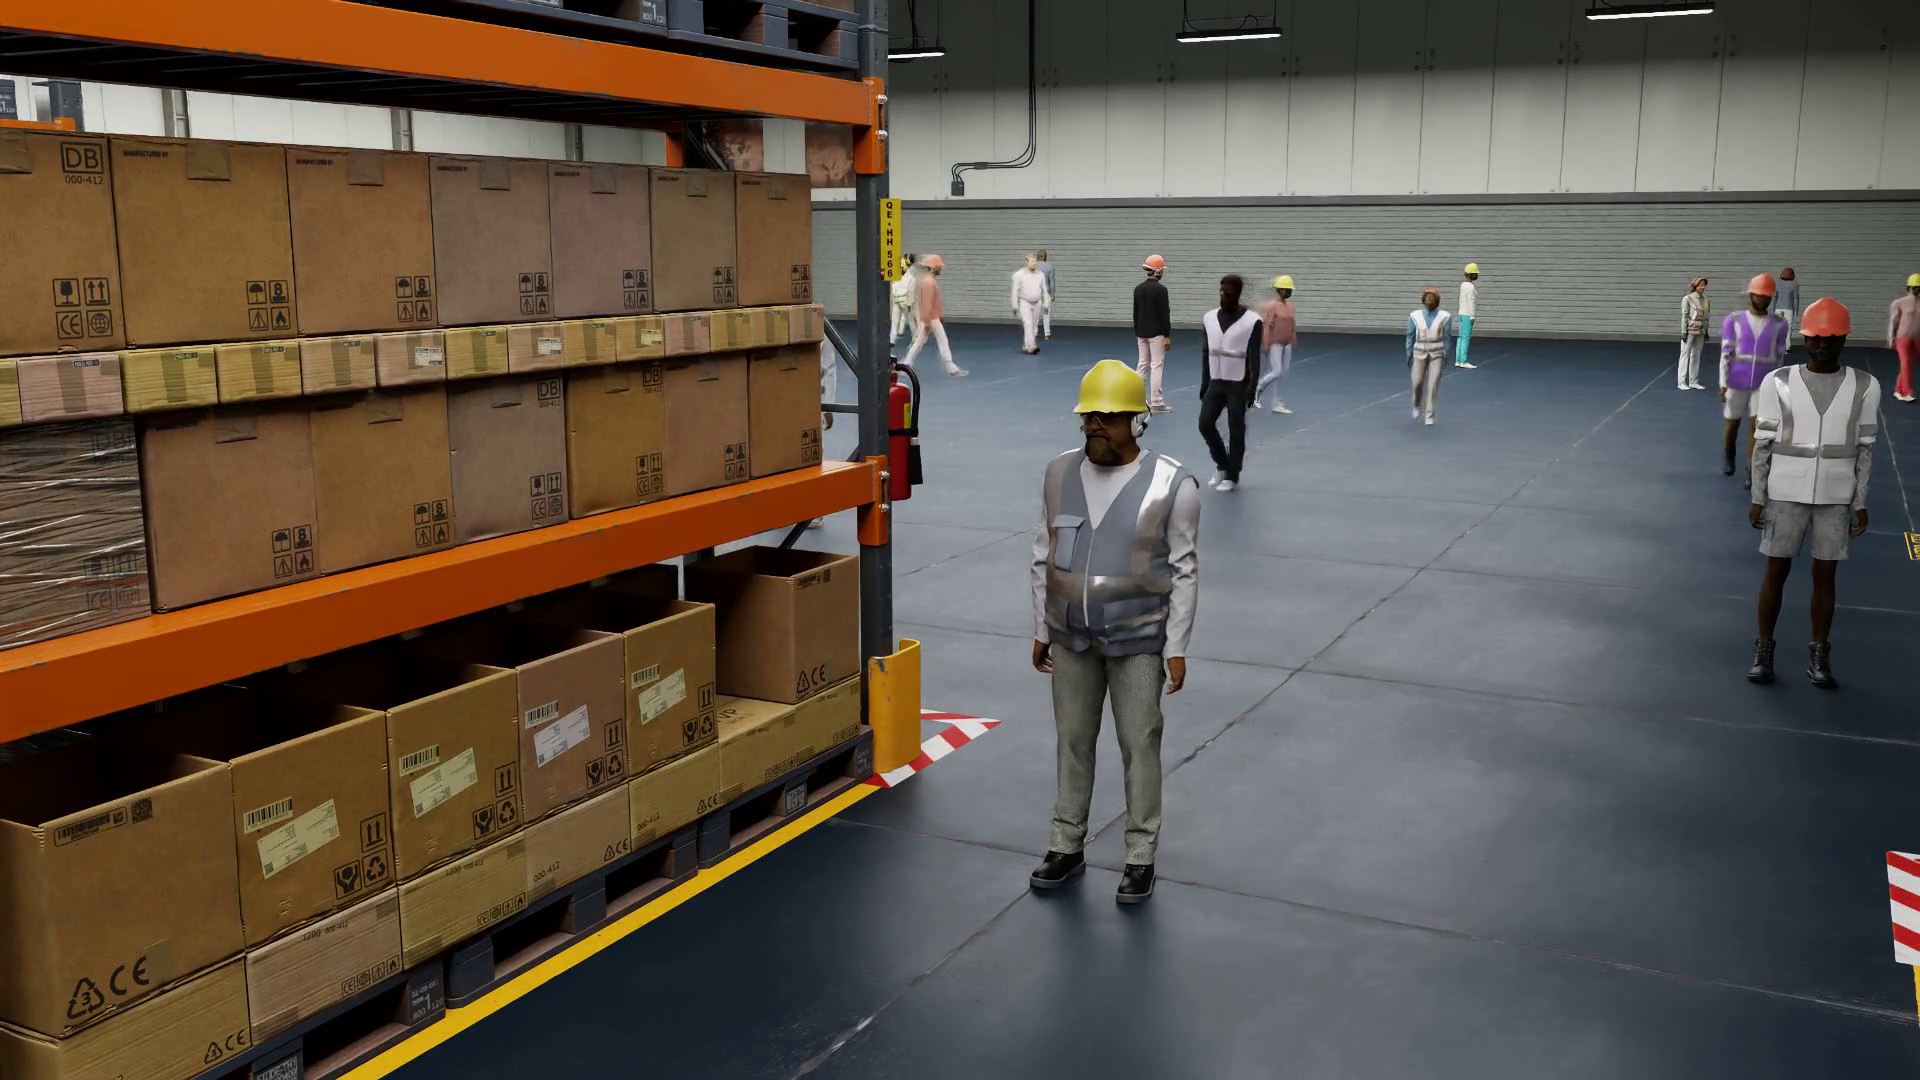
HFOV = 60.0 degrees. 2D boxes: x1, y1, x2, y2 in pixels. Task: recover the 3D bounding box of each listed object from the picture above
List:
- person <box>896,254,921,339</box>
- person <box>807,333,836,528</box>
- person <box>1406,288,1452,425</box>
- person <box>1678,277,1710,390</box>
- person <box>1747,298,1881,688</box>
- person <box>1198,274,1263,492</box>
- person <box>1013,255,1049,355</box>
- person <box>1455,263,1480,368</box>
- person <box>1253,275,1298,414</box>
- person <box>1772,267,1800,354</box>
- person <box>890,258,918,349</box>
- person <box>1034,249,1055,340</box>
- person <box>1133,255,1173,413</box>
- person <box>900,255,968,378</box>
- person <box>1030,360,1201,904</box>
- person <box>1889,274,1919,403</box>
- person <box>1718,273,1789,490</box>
[{"bbox_3d":[-1.138,-5.286,36.115,0.842,1.836,0.524,5,11,25],"label":"person"},{"bbox_3d":[-1.230,-1.027,12.775,0.575,1.883,0.362,4,11,21],"label":"person"},{"bbox_3d":[5.574,-2.182,19.799,0.513,1.623,0.430,4,11,19],"label":"person"},{"bbox_3d":[10.694,-3.003,24.216,0.517,1.641,0.308,-5,11,-25],"label":"person"},{"bbox_3d":[4.227,-0.227,8.263,0.552,1.937,0.356,4,11,19],"label":"person"},{"bbox_3d":[2.347,-1.362,14.536,0.629,1.903,0.463,9,14,41],"label":"person"},{"bbox_3d":[1.374,-4.403,31.235,0.673,1.855,0.960,-5,11,-24],"label":"person"},{"bbox_3d":[8.613,-3.790,28.160,0.313,1.767,0.534,0,10,-1],"label":"person"},{"bbox_3d":[4.001,-2.461,20.980,0.525,1.749,0.477,-9,14,-40],"label":"person"},{"bbox_3d":[15.683,-4.357,31.615,0.284,1.633,0.500,-9,14,-41],"label":"person"},{"bbox_3d":[-1.130,-4.712,33.141,0.597,1.792,0.921,7,12,33],"label":"person"},{"bbox_3d":[1.753,-5.280,35.829,0.627,1.934,0.370,3,11,18],"label":"person"},{"bbox_3d":[2.443,-2.601,21.052,0.377,1.995,0.612,-8,13,-36],"label":"person"},{"bbox_3d":[-0.448,-3.508,26.174,1.070,1.945,0.614,-1,10,-7],"label":"person"},{"bbox_3d":[0.499,0.309,5.622,0.588,1.834,0.403,5,12,26],"label":"person"},{"bbox_3d":[12.818,-2.710,22.396,0.537,1.715,0.909,1,10,6],"label":"person"},{"bbox_3d":[7.106,-1.439,14.948,0.538,1.915,0.831,4,11,21],"label":"person"}]
